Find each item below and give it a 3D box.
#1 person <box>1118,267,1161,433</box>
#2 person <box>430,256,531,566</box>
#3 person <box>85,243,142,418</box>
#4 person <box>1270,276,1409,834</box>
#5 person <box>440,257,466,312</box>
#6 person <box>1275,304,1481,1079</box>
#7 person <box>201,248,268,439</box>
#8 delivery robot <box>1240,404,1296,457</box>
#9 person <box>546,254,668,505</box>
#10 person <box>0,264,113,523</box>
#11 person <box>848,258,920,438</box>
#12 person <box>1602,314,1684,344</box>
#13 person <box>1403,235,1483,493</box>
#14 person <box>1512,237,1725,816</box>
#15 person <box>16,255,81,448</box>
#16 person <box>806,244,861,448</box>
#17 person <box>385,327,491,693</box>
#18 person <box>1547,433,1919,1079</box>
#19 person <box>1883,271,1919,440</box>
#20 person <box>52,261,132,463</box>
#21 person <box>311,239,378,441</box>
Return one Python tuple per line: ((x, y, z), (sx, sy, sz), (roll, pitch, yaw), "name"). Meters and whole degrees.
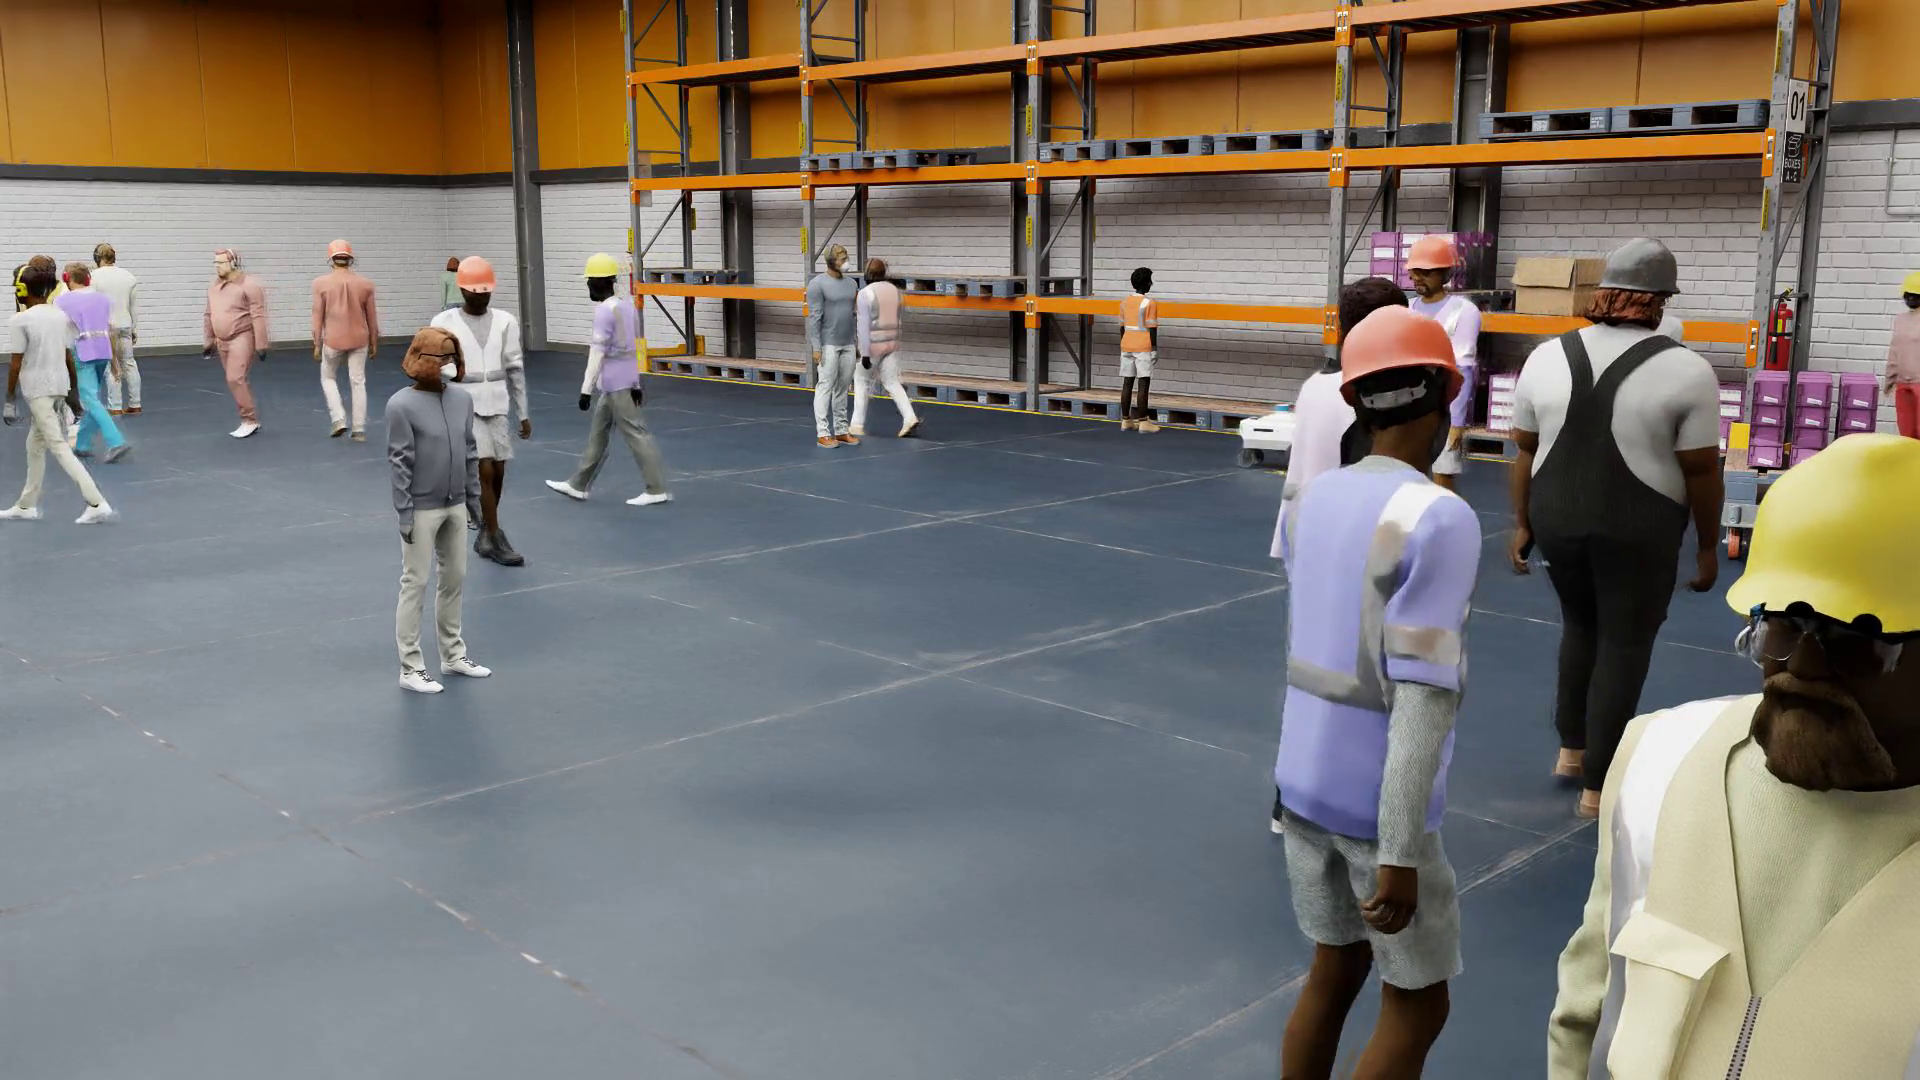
((1.840, -1.948, 17.101), (0.321, 1.697, 0.535), (-7, 13, -35), "person")
((-2.939, -0.791, 10.268), (0.585, 1.902, 0.629), (-8, 13, -38), "person")
((-9.420, -2.325, 18.498), (0.355, 1.937, 0.635), (5, 11, 24), "person")
((1.227, 0.104, 5.398), (0.409, 1.893, 0.622), (-1, 10, -6), "person")
((-8.822, -4.117, 29.108), (0.501, 1.633, 0.279), (-5, 12, -25), "person")
((0.812, 0.494, 3.261), (0.500, 1.889, 0.602), (-4, 11, -21), "person")
((-7.303, -1.961, 16.658), (0.642, 1.888, 0.590), (5, 12, 27), "person")
((2.800, -0.934, 14.435), (0.707, 0.478, 0.477), (6, 12, 27), "delivery robot")
((-2.661, -1.188, 12.465), (0.984, 1.873, 0.635), (0, 10, 1), "person")
((-6.422, -1.015, 11.682), (0.959, 1.830, 0.536), (2, 11, 10), "person")
((-0.791, -1.923, 16.688), (0.911, 1.814, 0.626), (10, 14, 42), "person")
((4.074, -0.732, 10.066), (0.547, 1.846, 0.433), (5, 11, 24), "person")
((2.674, -0.723, 9.556), (0.641, 2.022, 0.624), (-8, 13, -39), "person")
((2.376, -0.067, 5.909), (0.679, 2.000, 0.699), (-9, 14, -42), "person")
((-8.657, -1.783, 15.829), (0.619, 1.839, 0.430), (-1, 10, -7), "person")
((-1.189, -1.855, 15.939), (0.362, 1.938, 0.636), (8, 13, 38), "person")
((-2.335, -0.137, 7.434), (0.288, 1.626, 0.497), (5, 12, 27), "person")
((0.875, 0.796, 1.769), (0.404, 1.834, 0.589), (-8, 13, -39), "person")
((7.506, -1.238, 13.104), (0.396, 1.748, 0.575), (-3, 11, -14), "person")
((-7.834, -1.606, 14.977), (0.902, 1.803, 0.610), (4, 11, 21), "person")
((-6.049, -1.955, 16.364), (0.642, 1.978, 0.440), (-7, 12, -33), "person")
